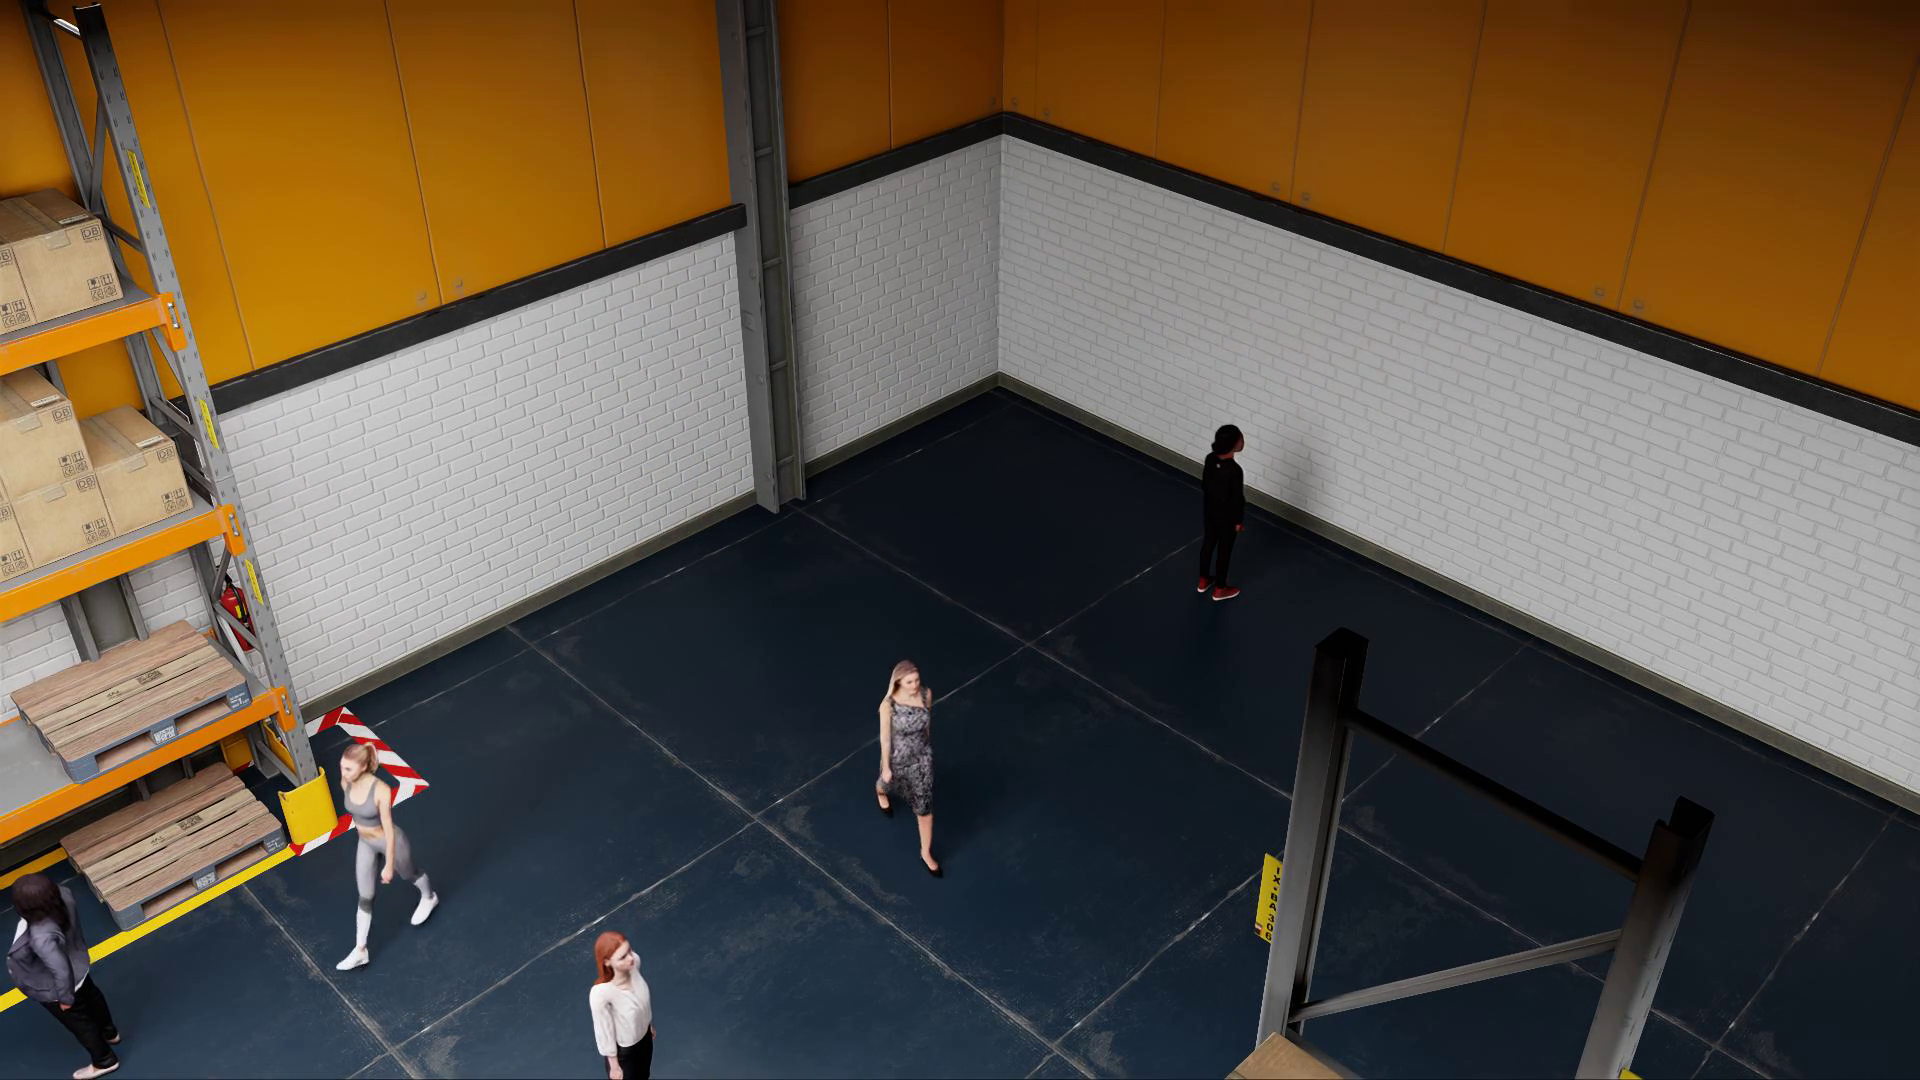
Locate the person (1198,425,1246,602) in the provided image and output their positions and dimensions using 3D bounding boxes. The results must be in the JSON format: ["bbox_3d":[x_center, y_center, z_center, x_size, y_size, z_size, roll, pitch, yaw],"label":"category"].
[{"bbox_3d":[2.252,-0.237,14.332,0.559,1.674,0.616,-23,40,-31],"label":"person"}]

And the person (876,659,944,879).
[{"bbox_3d":[-0.427,1.497,11.730,1.156,1.665,0.920,-14,36,-20],"label":"person"}]

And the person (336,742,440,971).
[{"bbox_3d":[-3.754,1.982,11.009,0.881,1.655,1.169,12,35,17],"label":"person"}]

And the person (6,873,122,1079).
[{"bbox_3d":[-5.440,2.625,10.095,0.821,1.597,0.792,-8,35,-12],"label":"person"}]

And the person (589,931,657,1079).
[{"bbox_3d":[-1.903,2.899,9.538,0.721,1.757,0.583,12,35,17],"label":"person"}]
